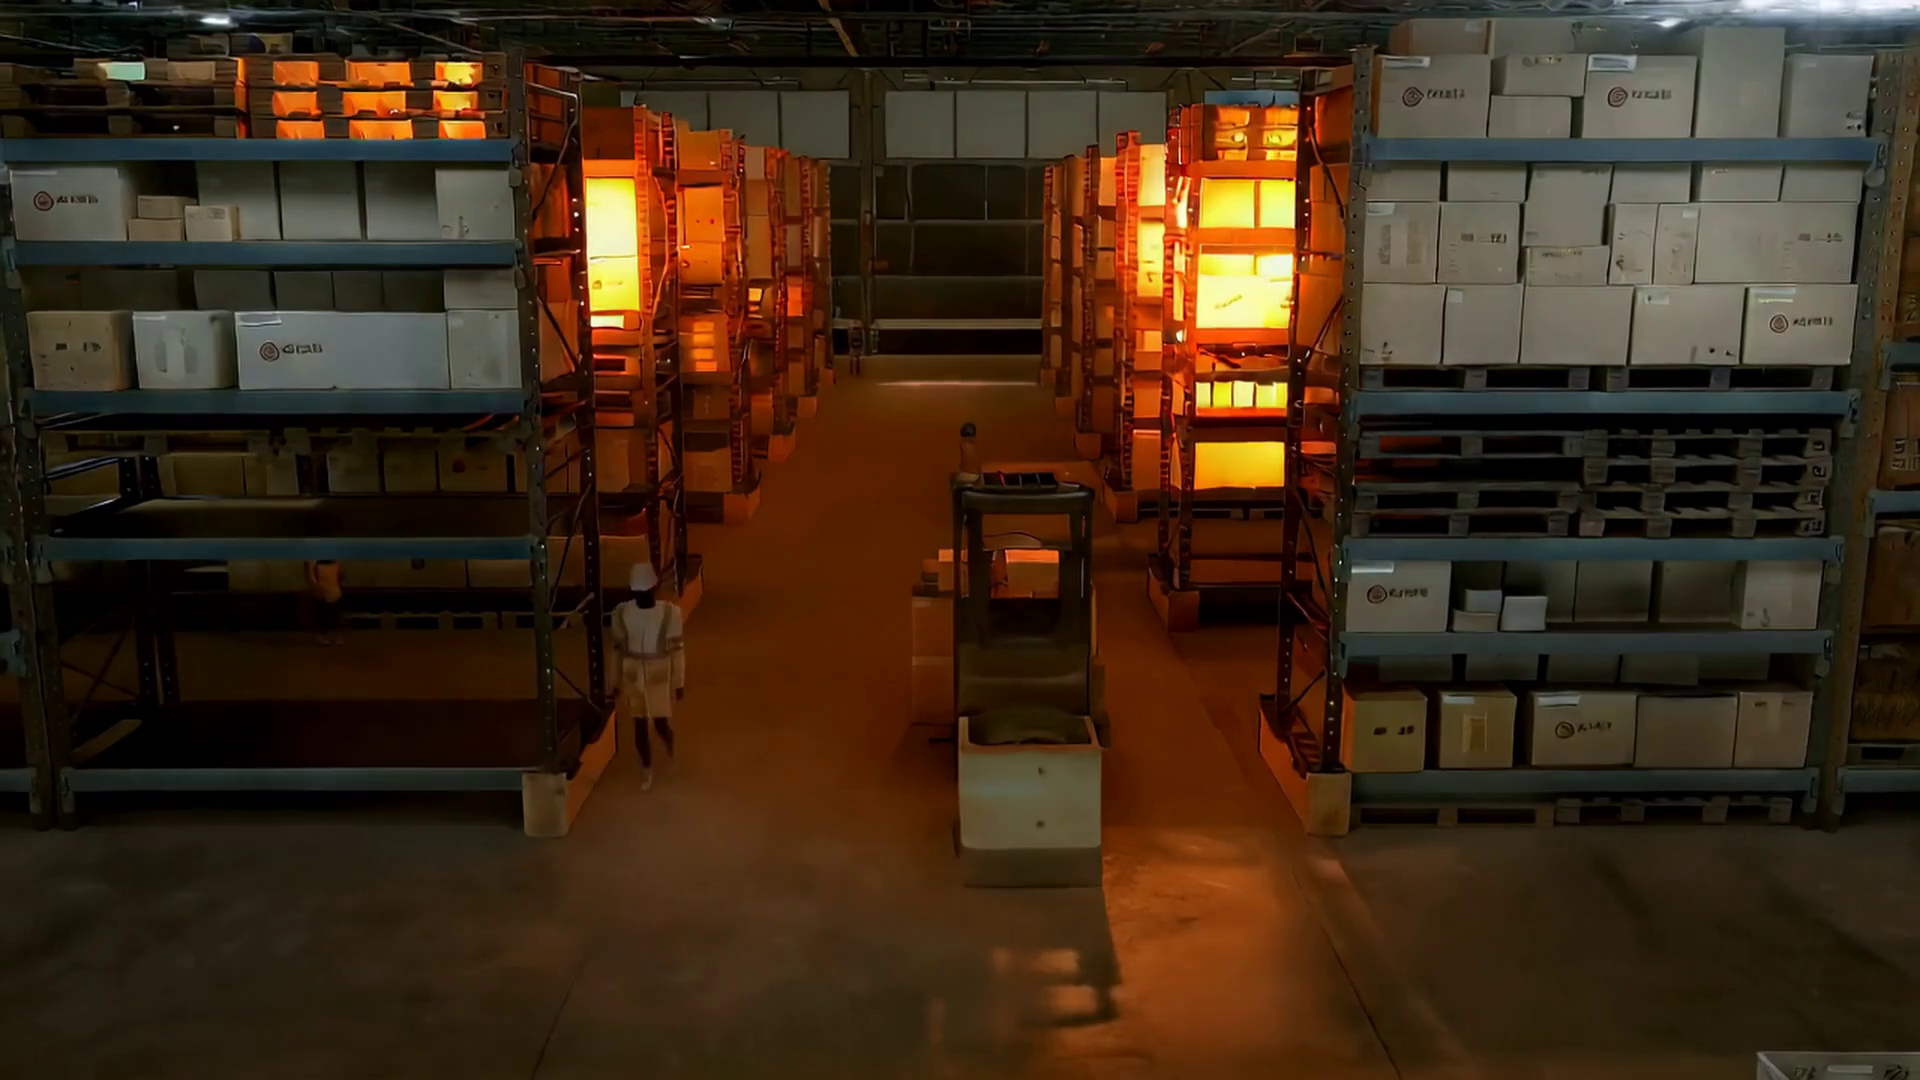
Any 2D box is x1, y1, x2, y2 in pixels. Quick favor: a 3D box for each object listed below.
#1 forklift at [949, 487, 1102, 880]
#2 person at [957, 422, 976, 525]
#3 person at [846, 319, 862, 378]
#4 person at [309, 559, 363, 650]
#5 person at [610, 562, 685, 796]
[{"bbox_3d":[0.495,0.986,12.813,1.129,2.768,1.873,0,11,-2],"label":"forklift"},{"bbox_3d":[0.109,-1.043,25.997,0.279,1.624,0.494,-5,12,-22],"label":"person"},{"bbox_3d":[-3.063,-5.533,48.061,0.541,1.698,0.316,9,15,39],"label":"person"},{"bbox_3d":[-6.990,0.409,18.647,0.683,1.671,0.553,-1,11,-5],"label":"person"},{"bbox_3d":[-2.643,1.163,14.081,0.614,2.025,0.475,1,11,3],"label":"person"}]
